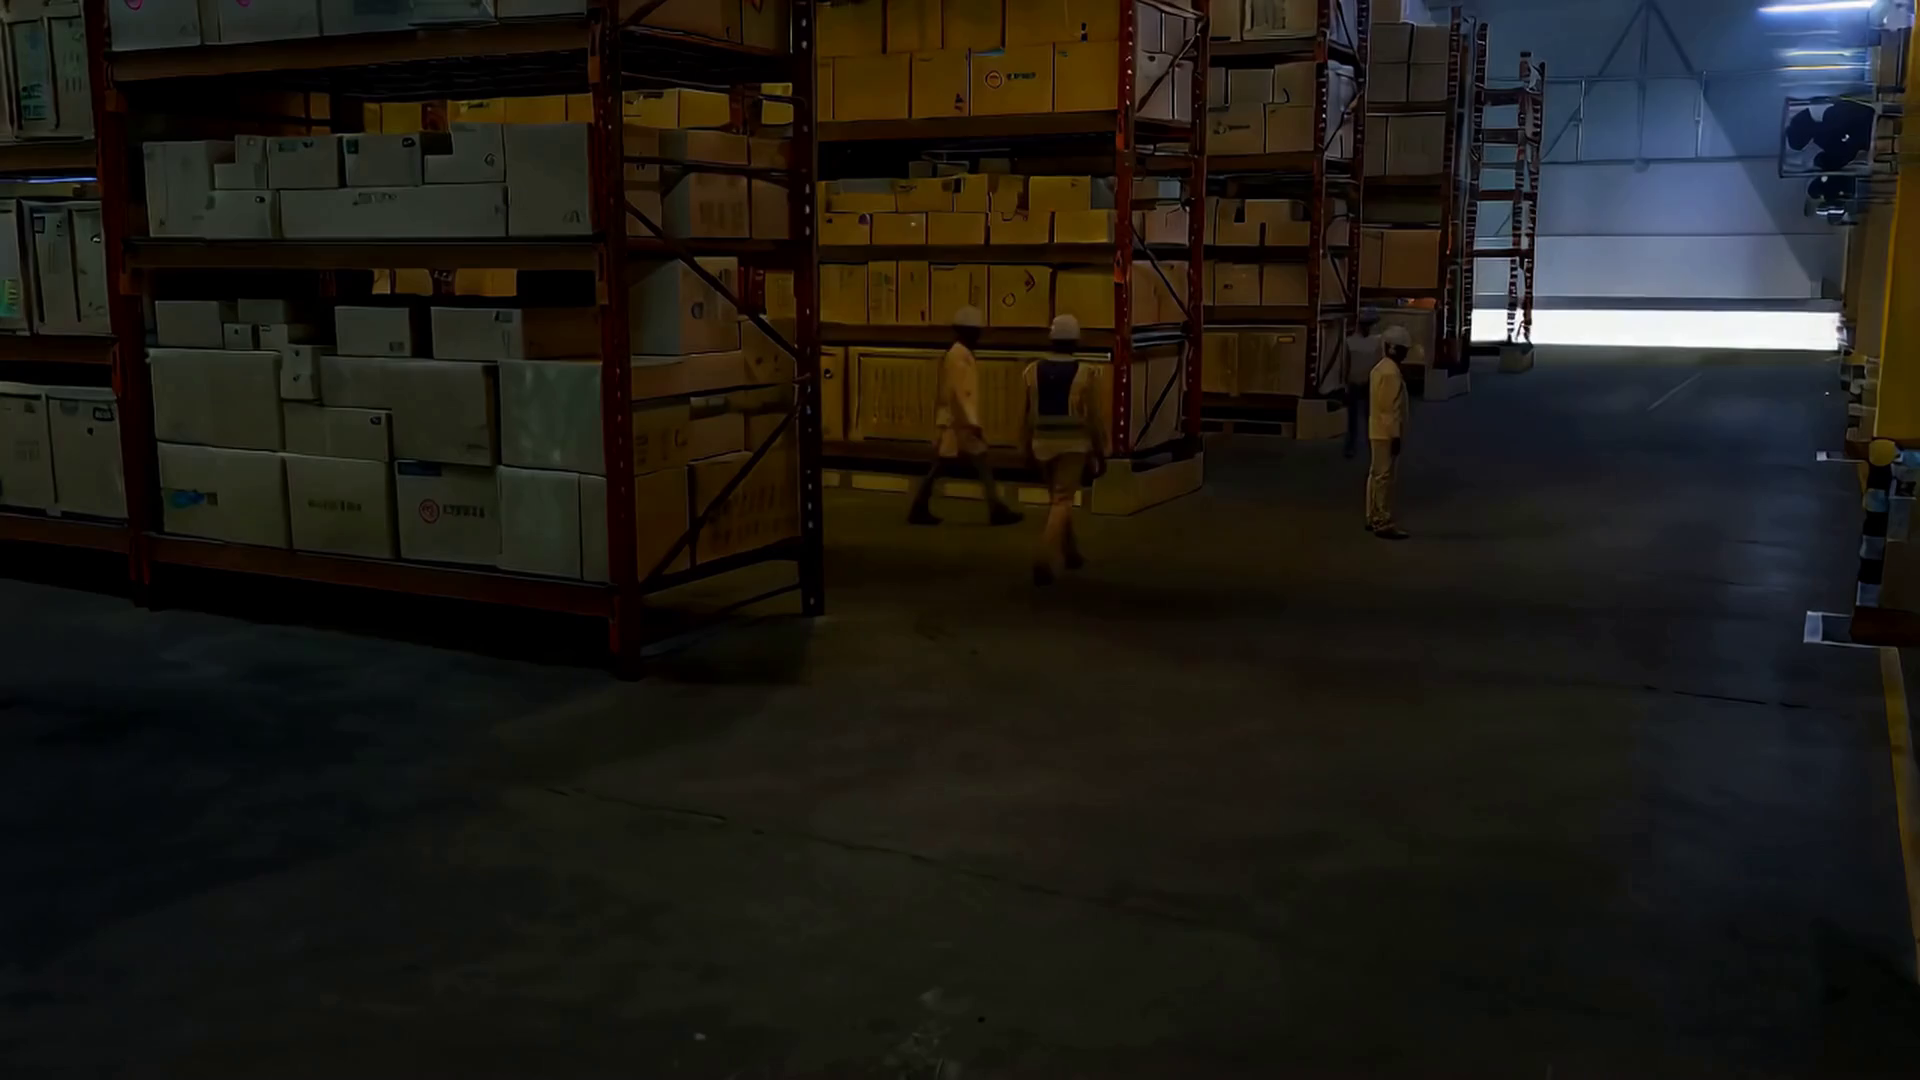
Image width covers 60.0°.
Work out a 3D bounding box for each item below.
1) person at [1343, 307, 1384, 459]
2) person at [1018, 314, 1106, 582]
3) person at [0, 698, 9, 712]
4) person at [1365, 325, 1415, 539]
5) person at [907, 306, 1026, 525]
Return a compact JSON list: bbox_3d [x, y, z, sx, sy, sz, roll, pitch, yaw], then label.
[{"bbox_3d":[4.666,-1.821,19.127,0.539,1.723,0.897,5,11,25],"label":"person"},{"bbox_3d":[0.730,-0.667,11.956,0.623,1.902,1.019,5,11,28],"label":"person"},{"bbox_3d":[-5.215,-0.029,8.469,0.699,1.826,0.636,6,11,31],"label":"person"},{"bbox_3d":[3.534,-0.884,13.651,0.338,1.742,0.562,0,10,1],"label":"person"},{"bbox_3d":[0.014,-1.044,14.198,1.010,1.891,0.549,2,10,14],"label":"person"}]
